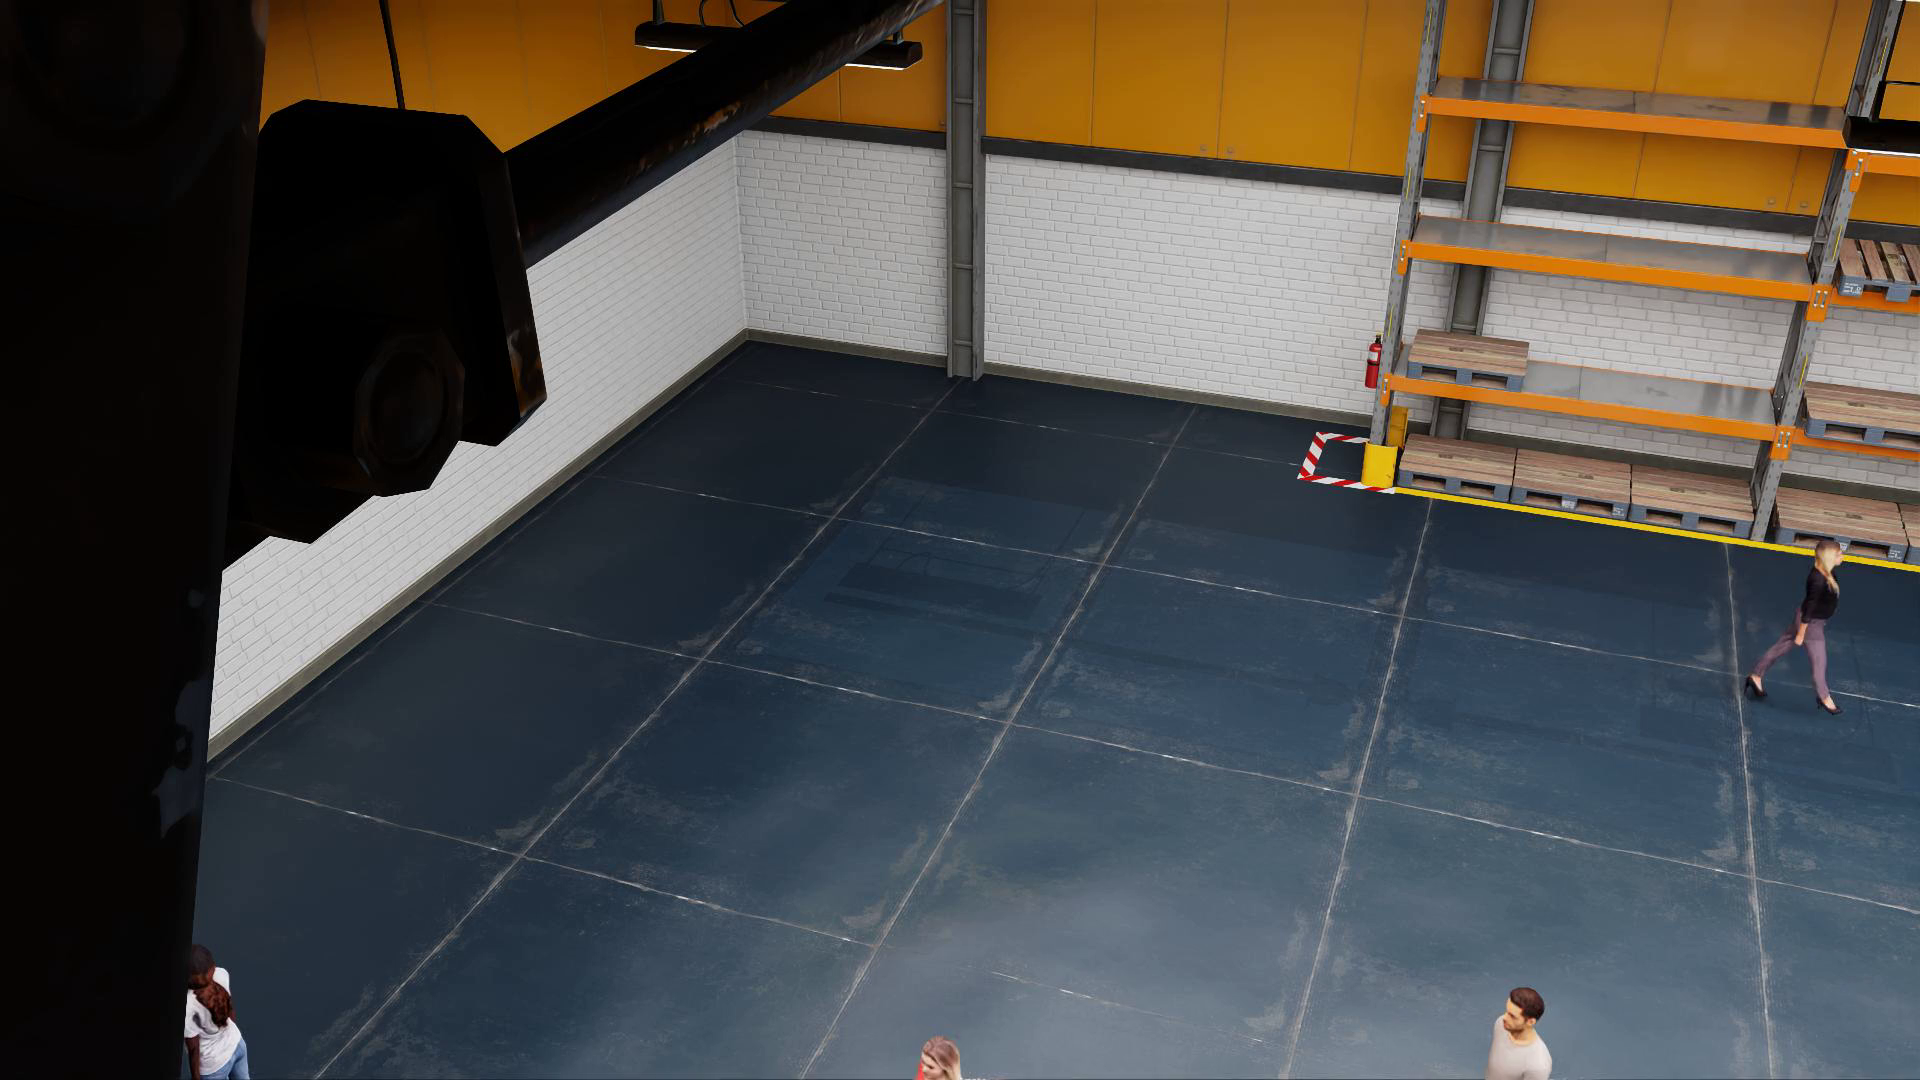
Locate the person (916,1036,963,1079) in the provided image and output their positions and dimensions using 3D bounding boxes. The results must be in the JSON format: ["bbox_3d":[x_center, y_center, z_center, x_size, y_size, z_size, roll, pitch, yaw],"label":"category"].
[{"bbox_3d":[-0.032,3.432,9.392,1.009,1.671,1.027,-19,34,-31],"label":"person"}]

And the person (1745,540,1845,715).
[{"bbox_3d":[7.228,0.740,14.381,1.035,1.620,0.665,13,31,22],"label":"person"}]

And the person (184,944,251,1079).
[{"bbox_3d":[-4.437,3.092,9.965,0.563,1.719,0.609,6,29,11],"label":"person"}]

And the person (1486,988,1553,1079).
[{"bbox_3d":[3.216,3.291,9.498,1.251,1.817,1.153,-10,30,-18],"label":"person"}]
